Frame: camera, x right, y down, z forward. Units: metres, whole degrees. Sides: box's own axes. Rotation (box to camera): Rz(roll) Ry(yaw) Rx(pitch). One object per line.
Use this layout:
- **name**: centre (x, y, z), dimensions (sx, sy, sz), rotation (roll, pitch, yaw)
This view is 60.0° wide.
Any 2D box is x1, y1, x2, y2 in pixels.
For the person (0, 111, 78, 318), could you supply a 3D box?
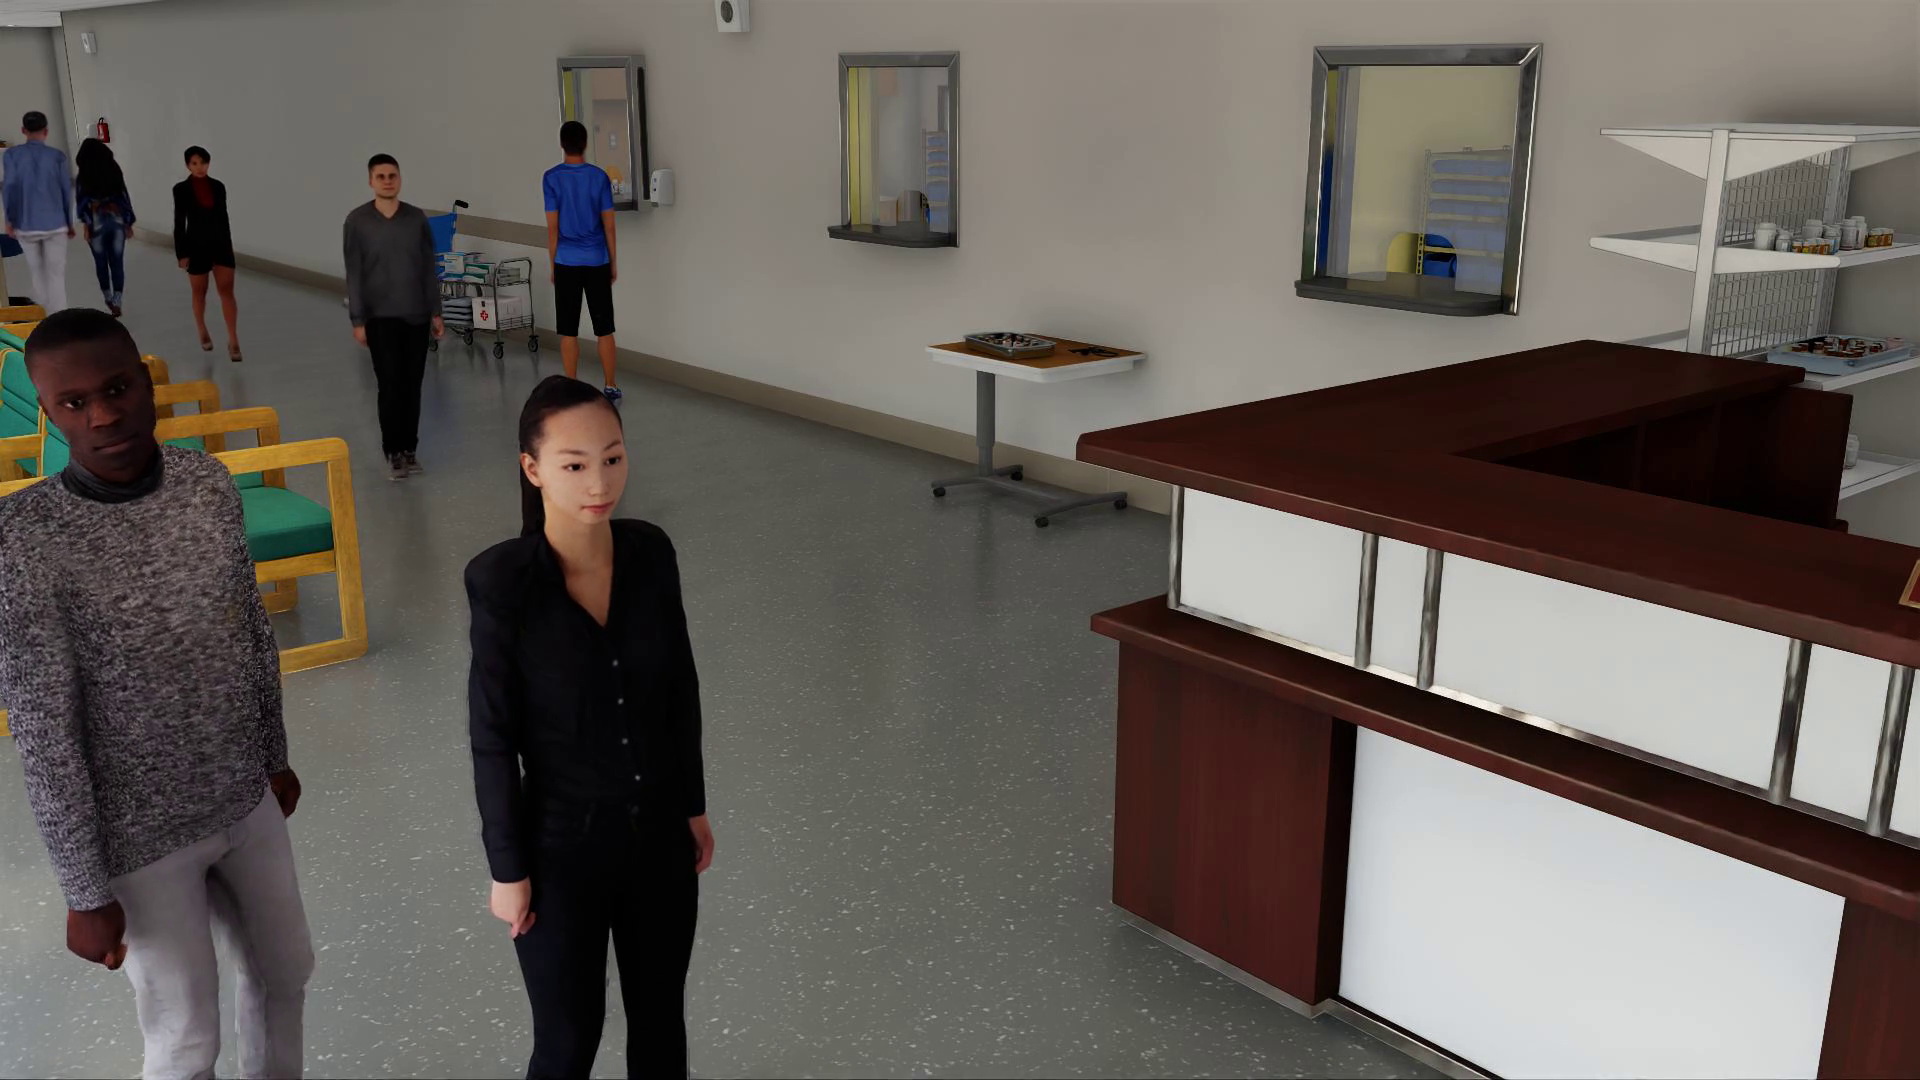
- **person**: centre (-7.637, -2.576, 13.812), dimensions (1.192, 1.818, 0.969), rotation (-7, 17, -25)

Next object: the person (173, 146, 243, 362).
- **person**: centre (-5.802, -2.164, 12.766), dimensions (0.995, 1.592, 0.721), rotation (-10, 19, -33)

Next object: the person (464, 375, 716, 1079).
- **person**: centre (-0.638, 0.551, 2.922), dimensions (0.428, 1.709, 0.639), rotation (-14, 21, -40)

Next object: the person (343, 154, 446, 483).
- **person**: centre (-3.113, -1.222, 9.143), dimensions (0.657, 1.745, 0.706), rotation (-11, 19, -34)

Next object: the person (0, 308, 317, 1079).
- **person**: centre (-1.402, 0.487, 2.966), dimensions (0.969, 1.807, 0.803), rotation (2, 16, 6)

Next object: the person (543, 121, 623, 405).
- **person**: centre (-2.523, -1.838, 11.098), dimensions (0.632, 1.869, 0.750), rotation (-5, 16, -16)

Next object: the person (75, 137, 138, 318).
- **person**: centre (-7.642, -2.756, 14.909), dimensions (1.019, 1.568, 0.815), rotation (-9, 18, -28)
